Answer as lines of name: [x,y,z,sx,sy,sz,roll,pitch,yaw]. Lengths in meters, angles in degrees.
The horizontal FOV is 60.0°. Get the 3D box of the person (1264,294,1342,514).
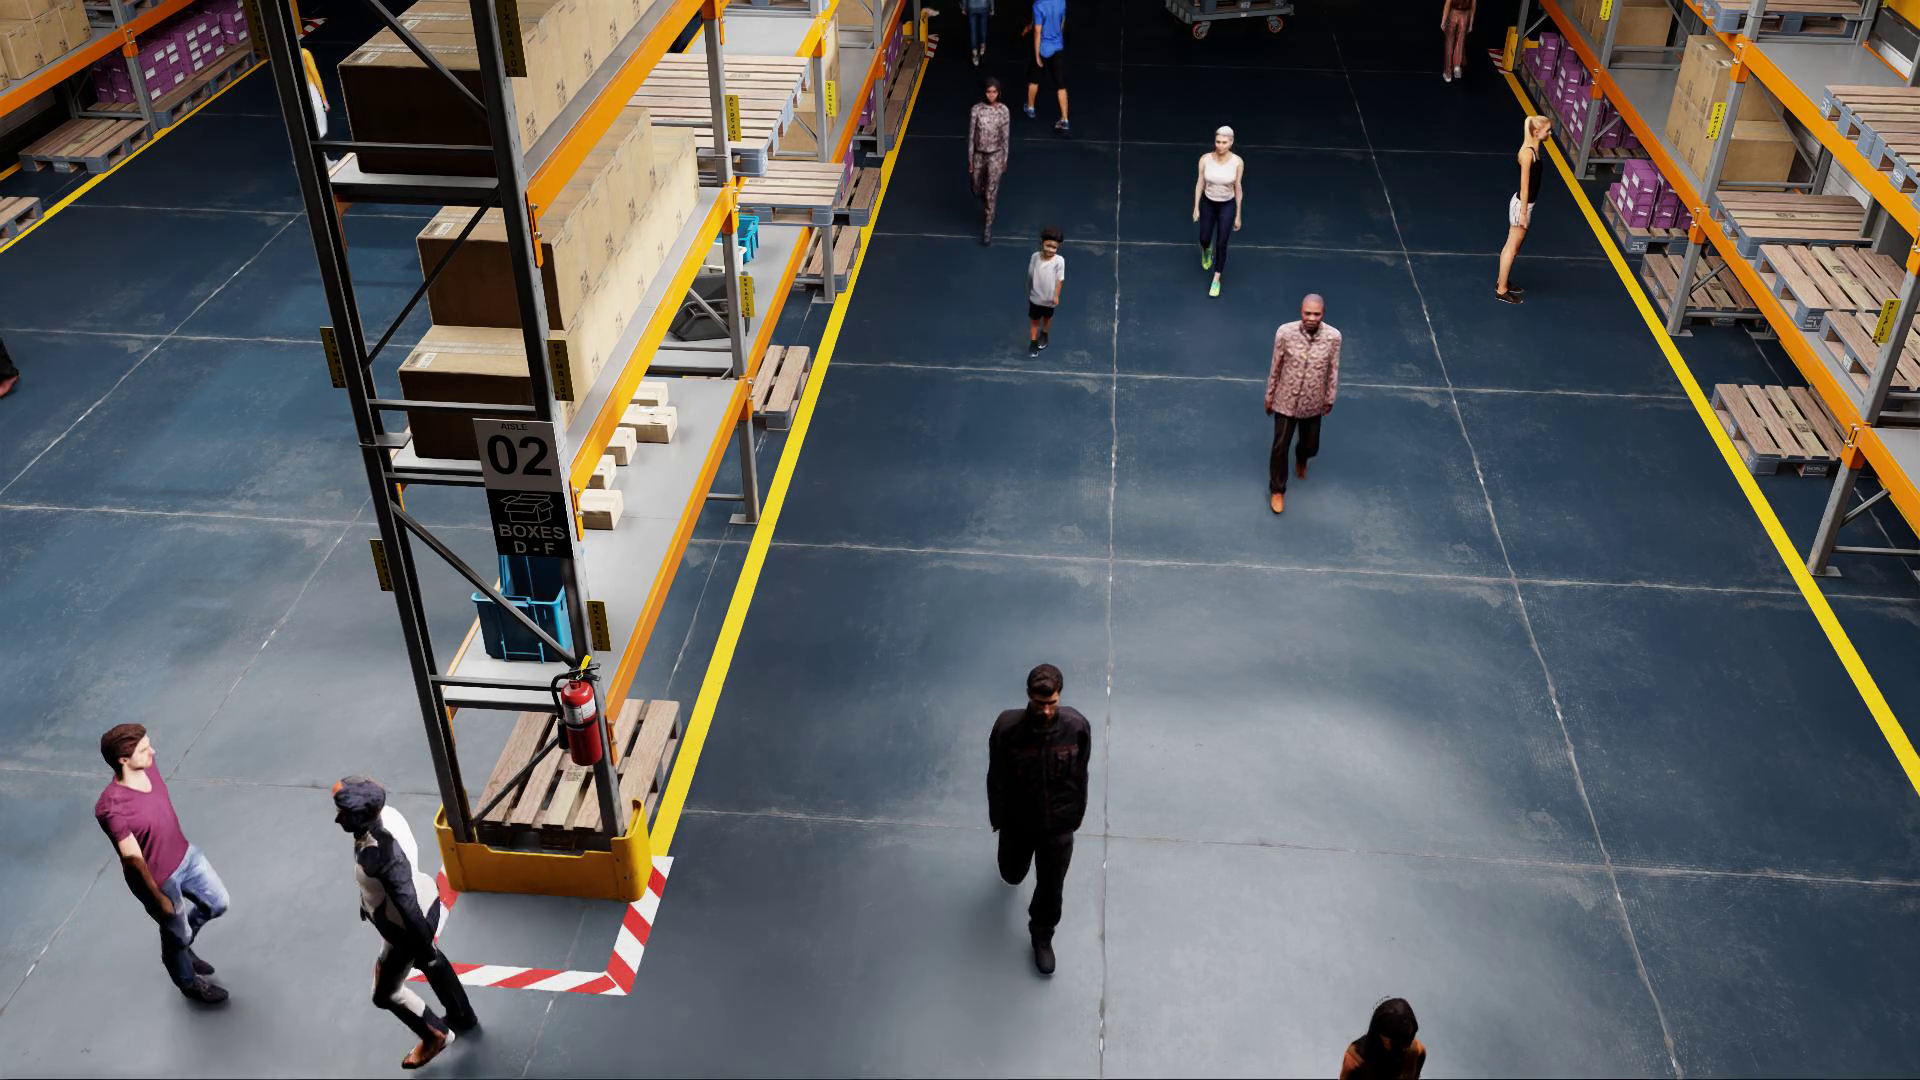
person: [2.633,-1.121,12.930,0.713,1.787,0.916,5,34,7]

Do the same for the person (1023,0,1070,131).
person: [1.129,-5.819,19.970,0.994,1.818,1.315,-12,35,-17]

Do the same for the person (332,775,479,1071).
person: [-2.683,1.879,8.342,0.861,1.869,0.776,-11,35,-15]

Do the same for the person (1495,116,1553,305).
person: [5.421,-3.225,16.042,0.719,1.846,0.555,11,35,16]

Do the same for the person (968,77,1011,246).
person: [0.295,-3.980,17.313,0.617,1.697,0.972,5,34,7]

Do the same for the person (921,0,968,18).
person: [-0.332,-8.373,23.864,0.925,1.761,1.139,-7,34,-10]

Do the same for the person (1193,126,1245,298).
person: [2.530,-3.258,16.236,0.690,1.687,0.885,7,34,10]

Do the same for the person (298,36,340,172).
person: [-7.362,-4.907,18.673,0.698,1.734,0.962,8,34,12]

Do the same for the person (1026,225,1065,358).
person: [0.764,-2.313,15.224,0.541,1.232,0.709,11,35,17]

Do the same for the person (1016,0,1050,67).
person: [1.075,-7.246,22.120,1.005,1.815,1.047,-26,42,-34]

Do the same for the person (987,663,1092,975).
person: [0.410,1.412,9.002,0.819,1.918,1.090,-3,34,-5]

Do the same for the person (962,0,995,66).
person: [0.229,-7.051,22.166,0.664,1.438,1.011,-1,34,-1]

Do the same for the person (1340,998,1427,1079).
person: [1.810,2.626,7.383,0.637,1.687,0.636,-11,35,-16]

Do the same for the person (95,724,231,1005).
person: [-4.248,1.690,8.658,0.729,1.836,0.595,2,34,3]

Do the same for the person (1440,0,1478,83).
person: [6.462,-6.688,21.519,0.544,1.552,0.668,3,34,4]
